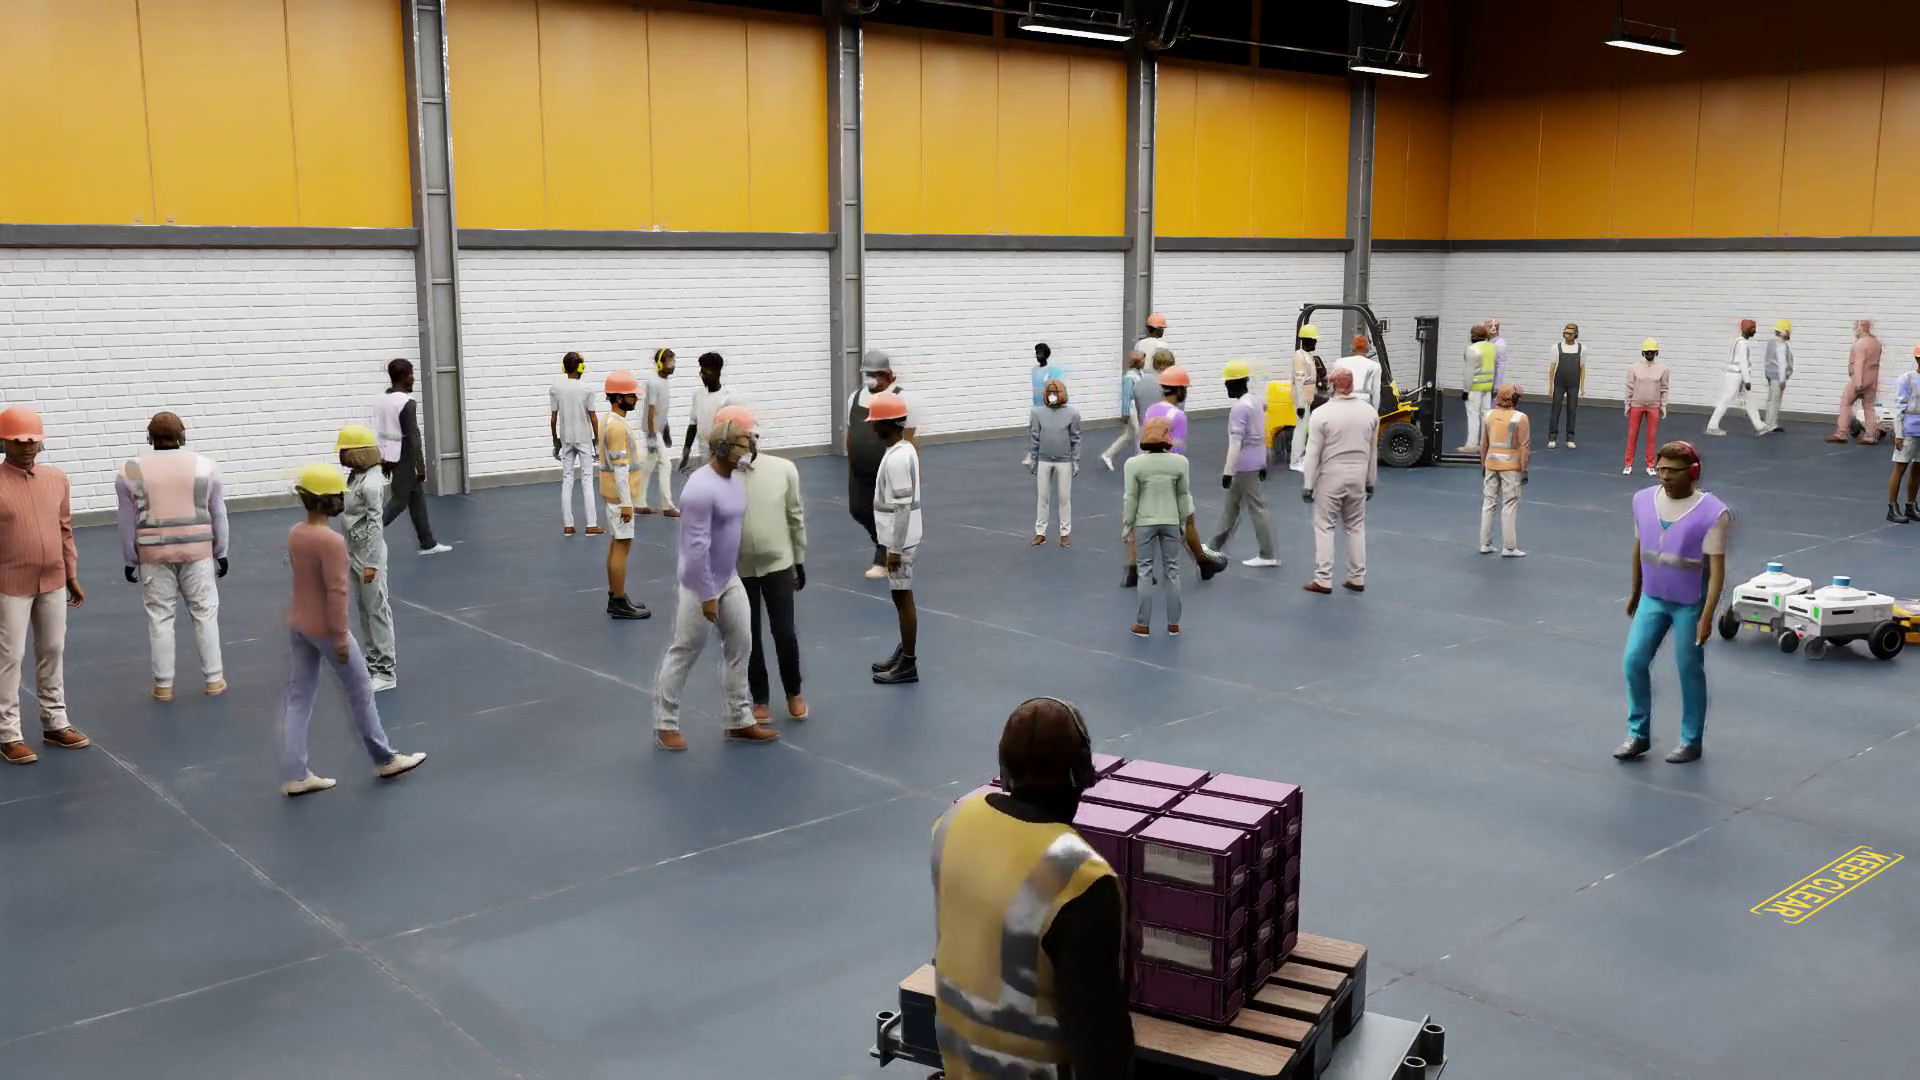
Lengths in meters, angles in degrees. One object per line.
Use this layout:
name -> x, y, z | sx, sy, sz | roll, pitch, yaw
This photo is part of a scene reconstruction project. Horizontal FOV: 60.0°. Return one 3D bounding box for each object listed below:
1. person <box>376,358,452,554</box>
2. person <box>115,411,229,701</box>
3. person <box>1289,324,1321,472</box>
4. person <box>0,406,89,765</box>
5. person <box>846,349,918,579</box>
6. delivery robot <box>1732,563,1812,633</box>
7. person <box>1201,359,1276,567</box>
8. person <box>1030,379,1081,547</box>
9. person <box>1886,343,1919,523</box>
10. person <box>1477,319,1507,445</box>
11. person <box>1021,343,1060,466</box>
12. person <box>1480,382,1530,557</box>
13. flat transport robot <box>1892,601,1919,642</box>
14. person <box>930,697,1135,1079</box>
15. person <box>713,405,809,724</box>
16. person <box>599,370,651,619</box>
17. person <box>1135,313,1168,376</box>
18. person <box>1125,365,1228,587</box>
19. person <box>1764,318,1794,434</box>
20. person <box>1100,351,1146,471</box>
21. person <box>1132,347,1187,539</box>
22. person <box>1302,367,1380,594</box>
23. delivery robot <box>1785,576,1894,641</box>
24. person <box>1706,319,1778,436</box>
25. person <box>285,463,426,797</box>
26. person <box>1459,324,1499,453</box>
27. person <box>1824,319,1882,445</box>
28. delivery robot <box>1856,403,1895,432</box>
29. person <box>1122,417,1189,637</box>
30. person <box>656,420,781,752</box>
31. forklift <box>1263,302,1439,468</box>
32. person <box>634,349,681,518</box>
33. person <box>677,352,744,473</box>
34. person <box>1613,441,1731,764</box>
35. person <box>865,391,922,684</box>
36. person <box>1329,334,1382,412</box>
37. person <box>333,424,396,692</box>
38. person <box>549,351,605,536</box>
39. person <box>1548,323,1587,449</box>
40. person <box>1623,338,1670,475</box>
person -> -5.228, -0.749, 15.449 | 0.938, 1.884, 0.604 | -9, 13, -41
person -> -4.986, 0.101, 10.578 | 0.633, 1.841, 0.429 | -5, 11, -27
person -> 4.527, -1.862, 21.822 | 0.381, 1.925, 0.643 | 3, 10, 19
person -> -5.208, 0.240, 9.322 | 0.394, 1.990, 0.618 | 5, 11, 26
person -> -0.709, -0.696, 14.661 | 0.685, 2.000, 0.658 | 5, 11, 28
delivery robot -> 5.982, 0.413, 12.238 | 0.707, 0.478, 0.477 | -10, 14, -44
person -> 2.485, -0.694, 15.120 | 0.926, 1.875, 0.609 | 4, 10, 21
person -> 0.923, -0.747, 16.146 | 0.501, 1.633, 0.285 | 3, 10, 16
person -> 10.120, -1.141, 17.565 | 0.546, 1.939, 0.375 | -2, 10, -13
person -> 7.706, -2.266, 24.241 | 0.406, 1.906, 0.654 | 0, 10, 1
person -> 1.191, -1.846, 22.517 | 0.853, 1.661, 0.541 | -10, 14, -44
person -> 5.111, -0.659, 15.616 | 0.310, 1.638, 0.523 | -7, 12, -34
flat transport robot -> 7.458, 0.598, 12.257 | 1.431, 0.197, 0.652 | 1, 10, 6
person -> 0.218, 1.281, 3.809 | 0.430, 1.811, 0.838 | -6, 12, -33
person -> -1.234, 0.164, 9.898 | 0.633, 1.948, 0.511 | -1, 10, -6
person -> -2.616, -0.353, 12.951 | 0.356, 1.936, 0.551 | -3, 10, -17
person -> 2.650, -2.070, 22.698 | 0.394, 2.041, 0.612 | -7, 12, -36
person -> 1.845, -0.546, 14.229 | 1.011, 1.881, 0.555 | -6, 11, -30
person -> 13.032, -2.609, 26.472 | 0.404, 1.830, 0.599 | 2, 10, 10
person -> 2.207, -1.659, 21.561 | 0.780, 1.610, 0.511 | 4, 10, 20
person -> 2.039, -0.963, 16.611 | 0.628, 1.904, 0.839 | 6, 12, 33
person -> 3.179, -0.497, 13.944 | 0.668, 1.895, 0.398 | -3, 10, -18
delivery robot -> 6.200, 0.499, 11.734 | 0.707, 0.478, 0.477 | -3, 10, -15
person -> 12.250, -2.528, 26.008 | 1.034, 1.827, 0.605 | 5, 11, 27
person -> -3.251, 0.453, 8.792 | 0.547, 1.733, 0.800 | 8, 12, 39
person -> 7.426, -2.169, 23.873 | 0.633, 1.839, 0.429 | -6, 12, -33
person -> 13.436, -2.366, 24.940 | 0.660, 1.867, 0.808 | -5, 11, -29
delivery robot -> 14.129, -1.872, 25.613 | 0.477, 0.478, 0.707 | 0, 10, 1
person -> 1.448, -0.094, 12.328 | 0.499, 1.632, 0.285 | -1, 10, -7
person -> -1.443, 0.266, 9.498 | 0.707, 1.904, 0.649 | 3, 10, 18
forklift -> 5.320, -2.157, 22.763 | 2.313, 2.155, 1.214 | 3, 10, 16
person -> -3.254, -1.145, 17.955 | 0.665, 1.822, 0.511 | 0, 10, 1
person -> -2.361, -0.777, 15.472 | 0.608, 1.927, 0.903 | 9, 14, 44
person -> 3.895, 0.355, 9.165 | 0.679, 1.812, 0.645 | -6, 12, -33
person -> -0.437, -0.013, 10.979 | 0.376, 1.933, 0.545 | 0, 10, 0
person -> 4.859, -1.592, 20.444 | 0.596, 1.850, 0.736 | 4, 10, 21
person -> -3.871, 0.114, 10.786 | 0.295, 1.745, 0.486 | -7, 12, -35
person -> -3.867, -0.966, 16.762 | 0.519, 1.865, 0.328 | 1, 10, 7
person -> 8.884, -2.249, 24.335 | 0.506, 1.843, 0.351 | 2, 10, 12
person -> 8.820, -1.709, 21.390 | 0.524, 1.769, 0.316 | 3, 10, 17
